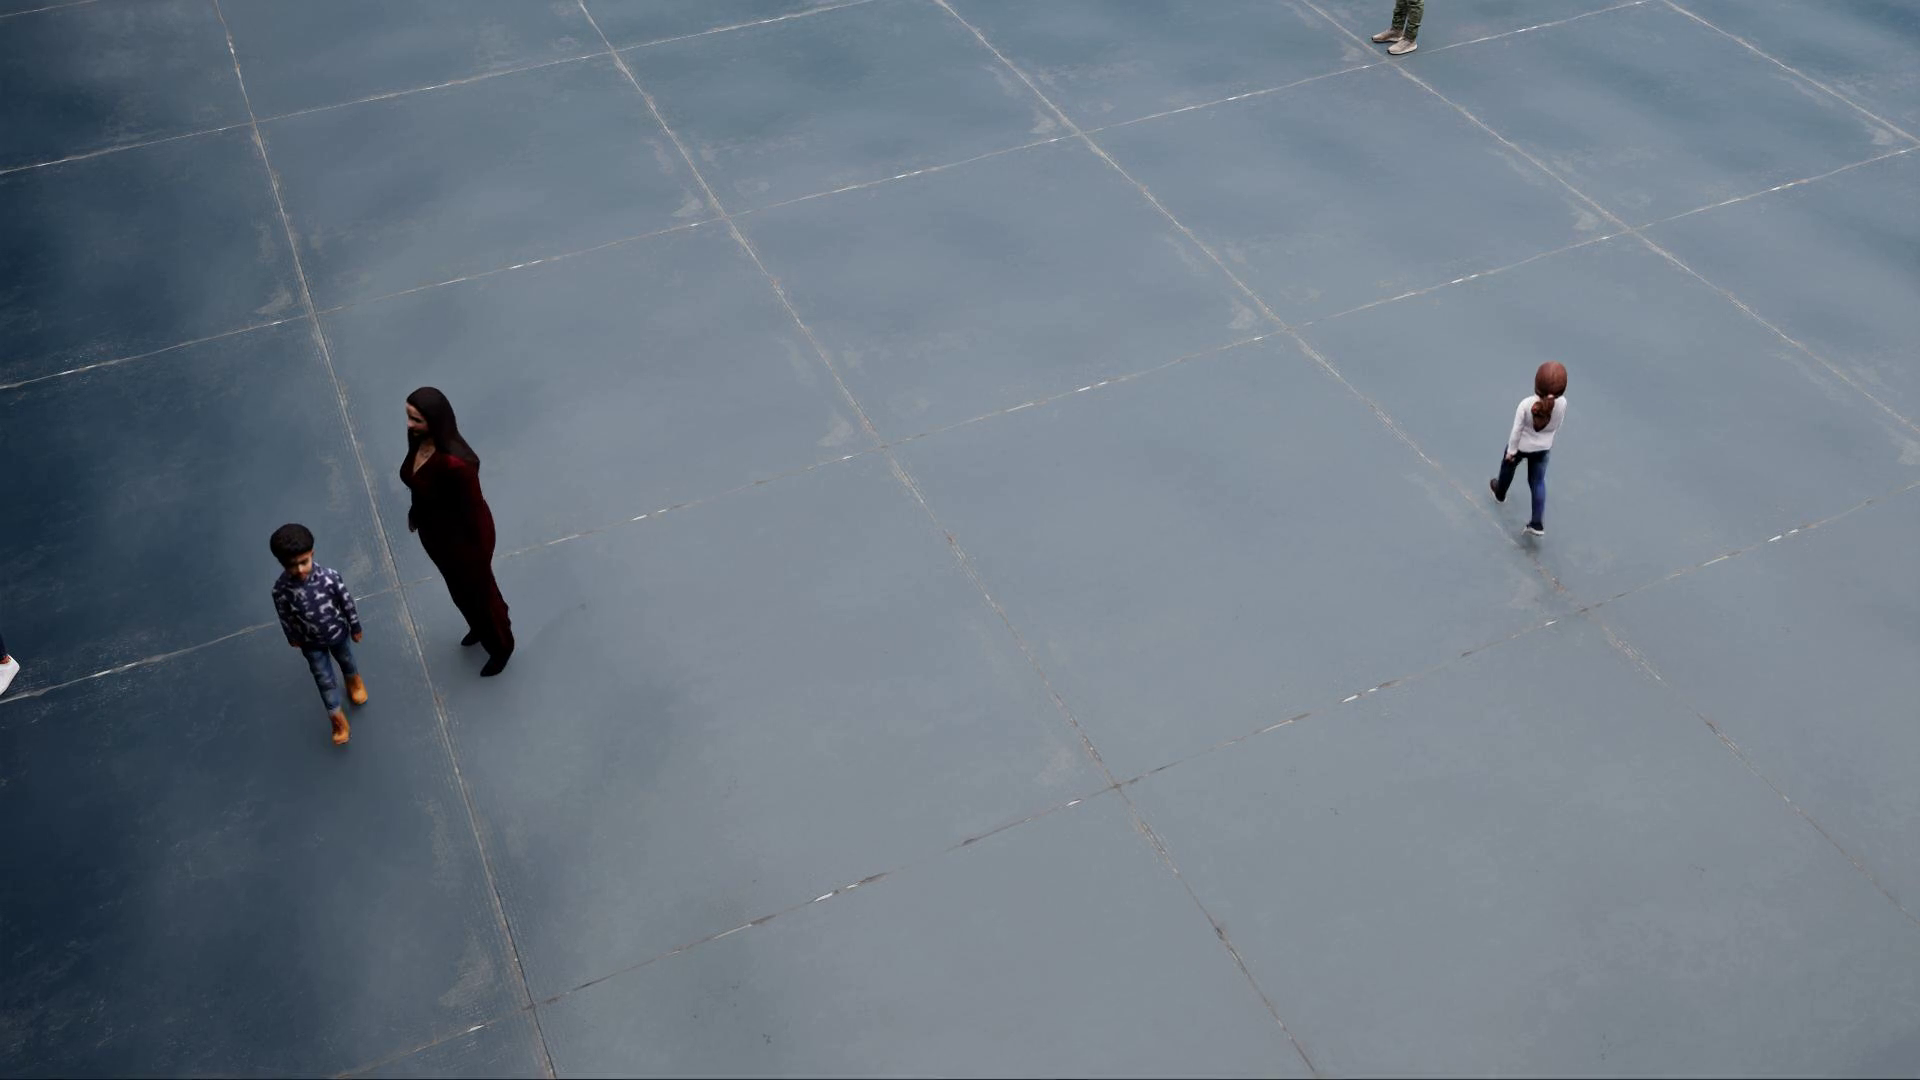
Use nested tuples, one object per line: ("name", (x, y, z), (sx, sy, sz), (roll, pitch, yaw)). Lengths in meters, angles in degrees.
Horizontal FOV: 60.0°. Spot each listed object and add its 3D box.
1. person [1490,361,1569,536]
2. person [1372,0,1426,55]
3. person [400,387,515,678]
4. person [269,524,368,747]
("person", (3.298, -0.519, 9.517), (0.623, 1.089, 0.855), (-3, 42, -3))
("person", (3.820, -4.915, 13.939), (0.649, 1.654, 0.508), (-12, 44, -13))
("person", (-2.565, -0.090, 8.548), (0.793, 1.757, 0.632), (-31, 51, -30))
("person", (-3.225, 0.402, 8.399), (0.516, 1.229, 0.757), (-16, 45, -17))
